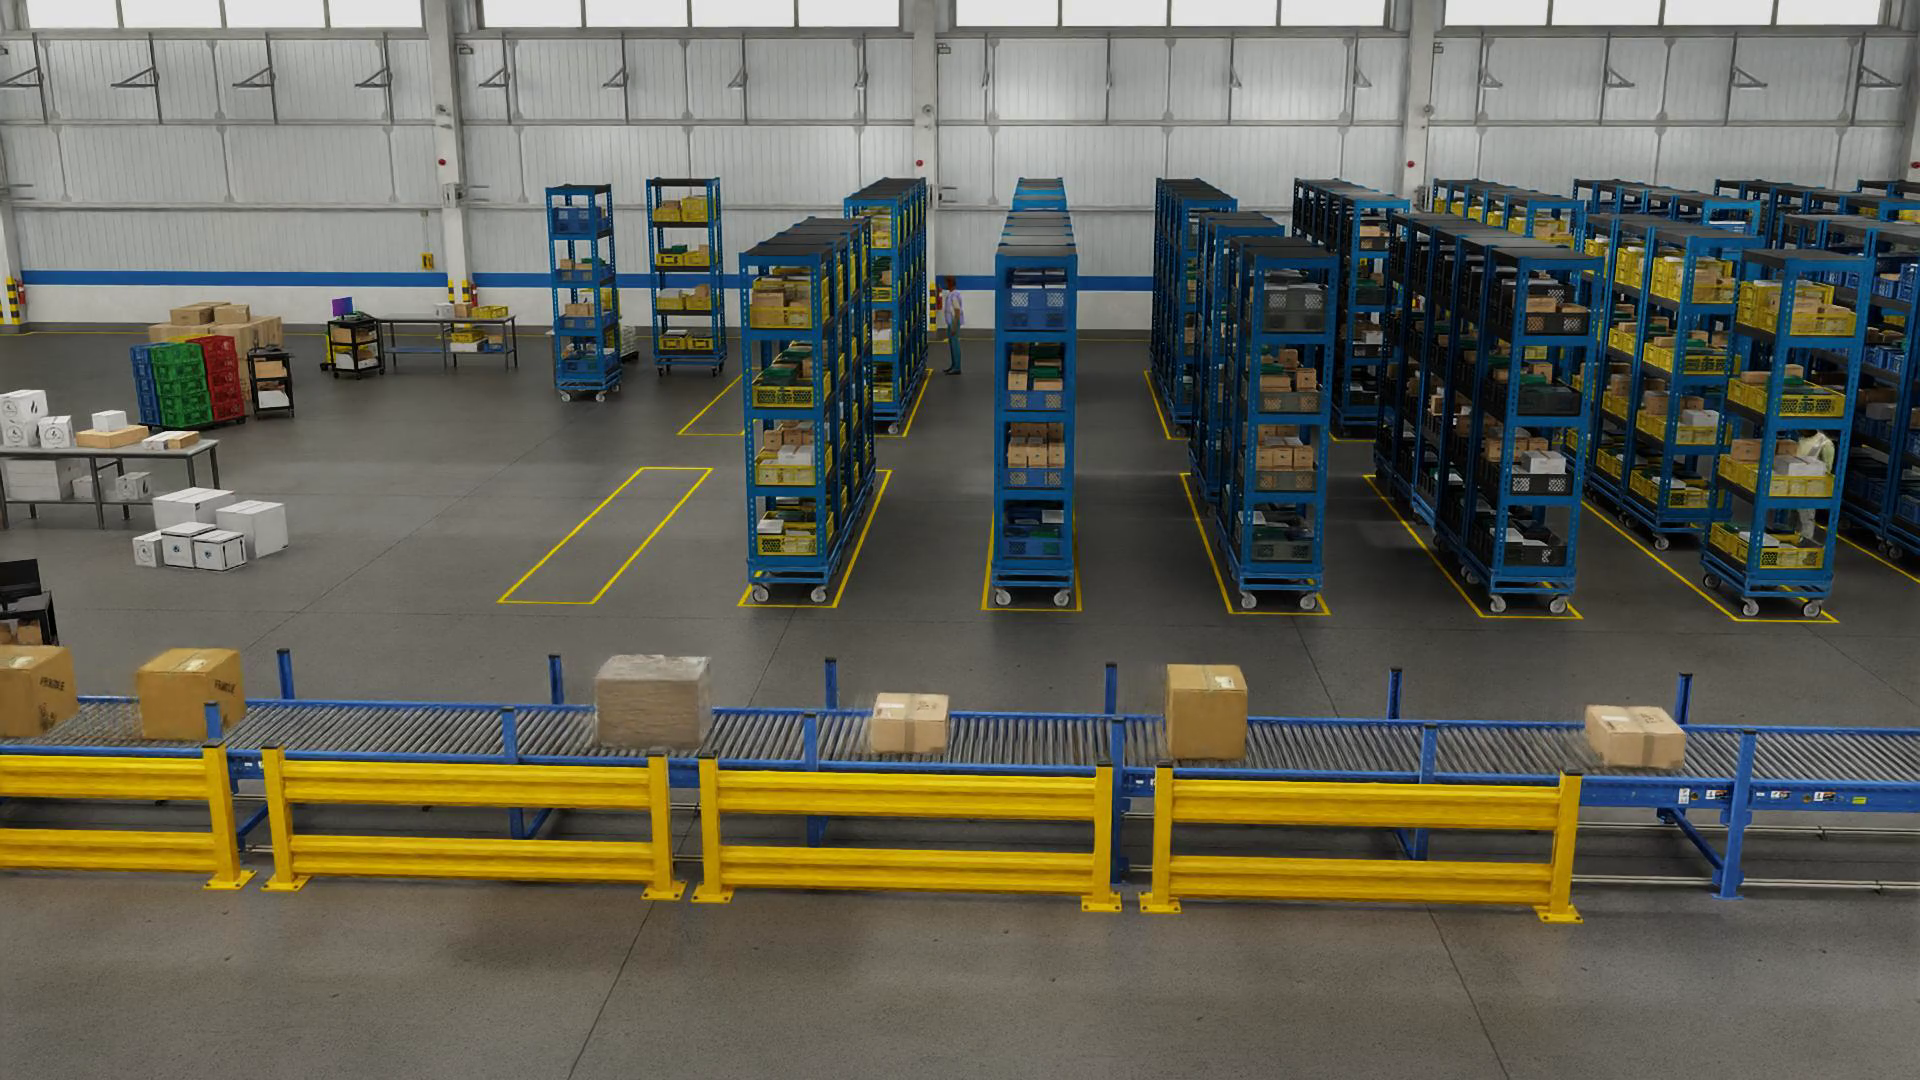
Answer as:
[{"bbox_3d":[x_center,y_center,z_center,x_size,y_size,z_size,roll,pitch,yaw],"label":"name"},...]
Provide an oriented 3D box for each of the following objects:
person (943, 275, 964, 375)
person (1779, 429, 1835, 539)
[{"bbox_3d":[-0.126,-3.989,30.864,0.396,1.835,0.571,-2,15,-8],"label":"person"},{"bbox_3d":[9.211,-0.574,18.226,0.404,1.823,0.650,-6,16,-20],"label":"person"}]
